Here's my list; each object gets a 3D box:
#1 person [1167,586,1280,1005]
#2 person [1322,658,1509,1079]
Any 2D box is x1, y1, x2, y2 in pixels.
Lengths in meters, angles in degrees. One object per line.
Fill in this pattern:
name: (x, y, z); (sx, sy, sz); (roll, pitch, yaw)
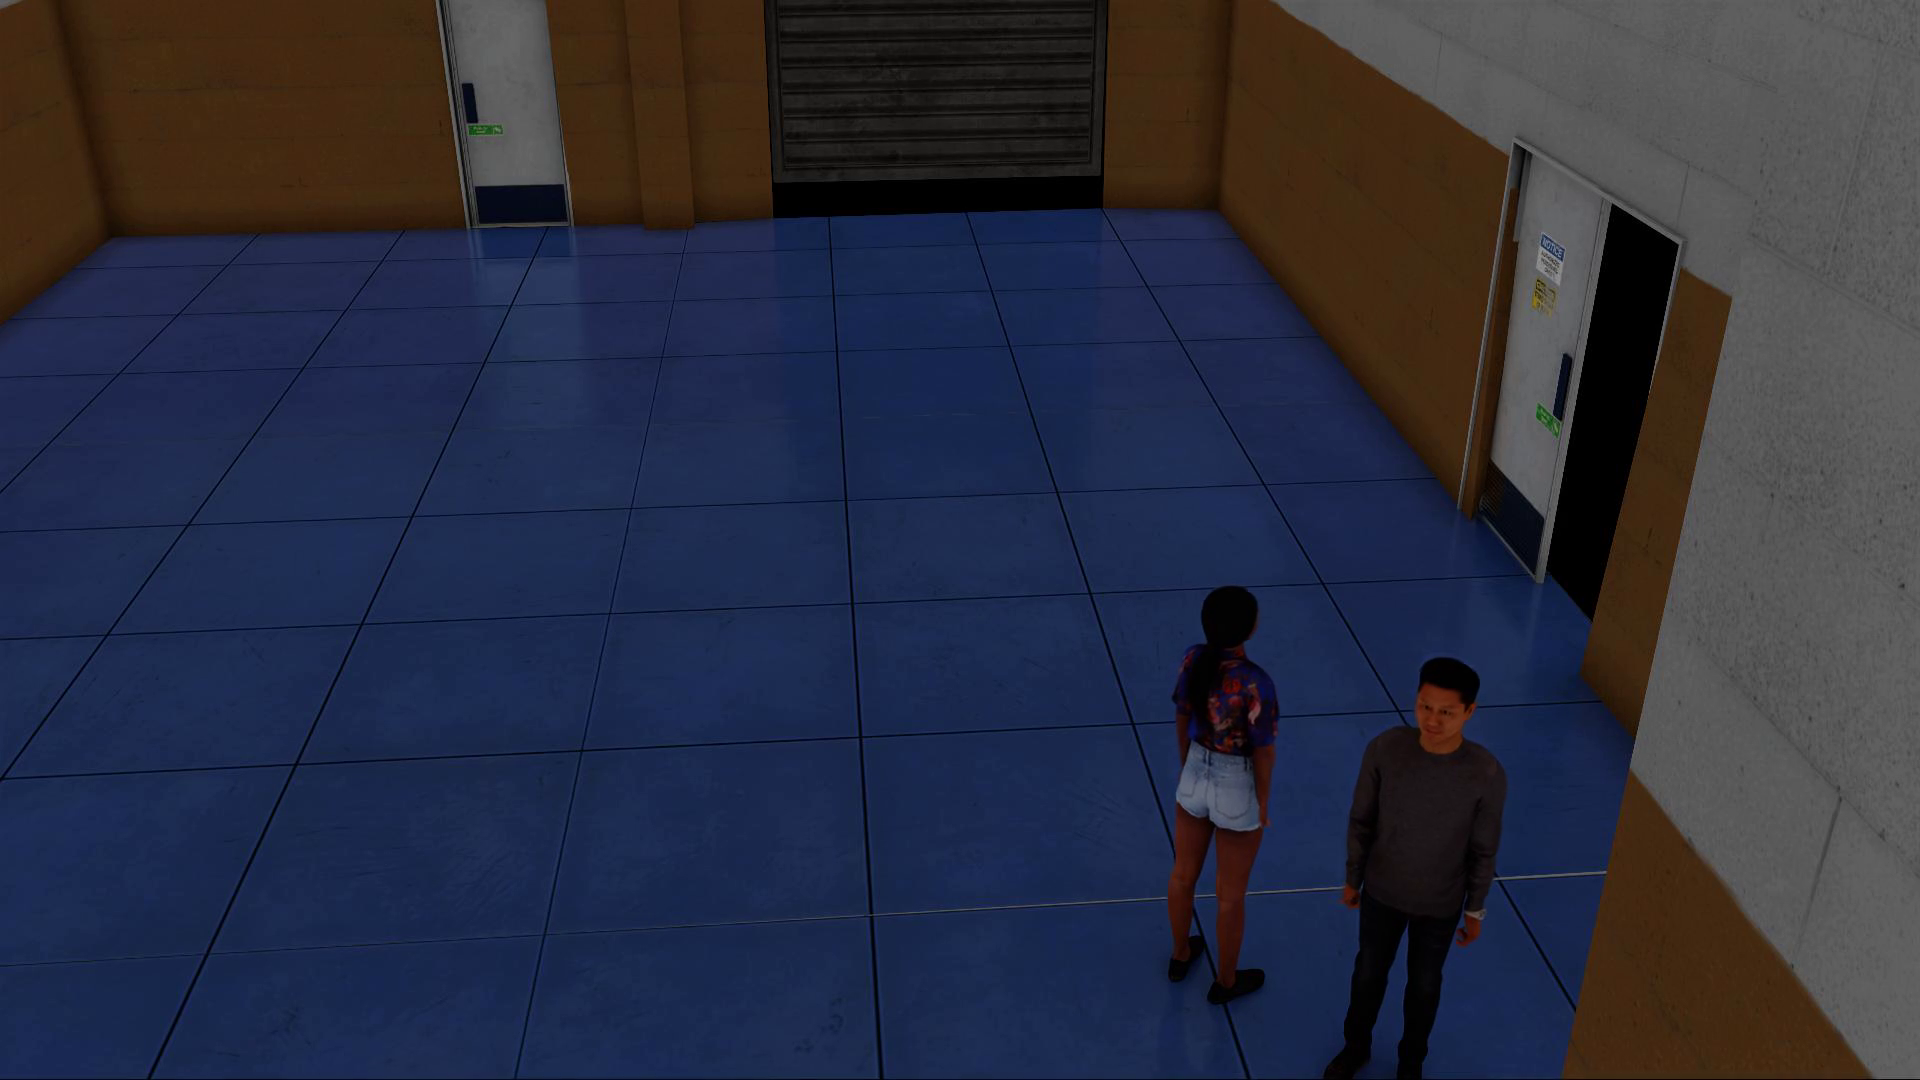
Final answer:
person: (0.958, 0.937, 6.151); (0.663, 1.741, 0.708); (24, 36, 39)
person: (1.552, 1.175, 5.654); (0.656, 1.768, 0.773); (-8, 28, -16)
